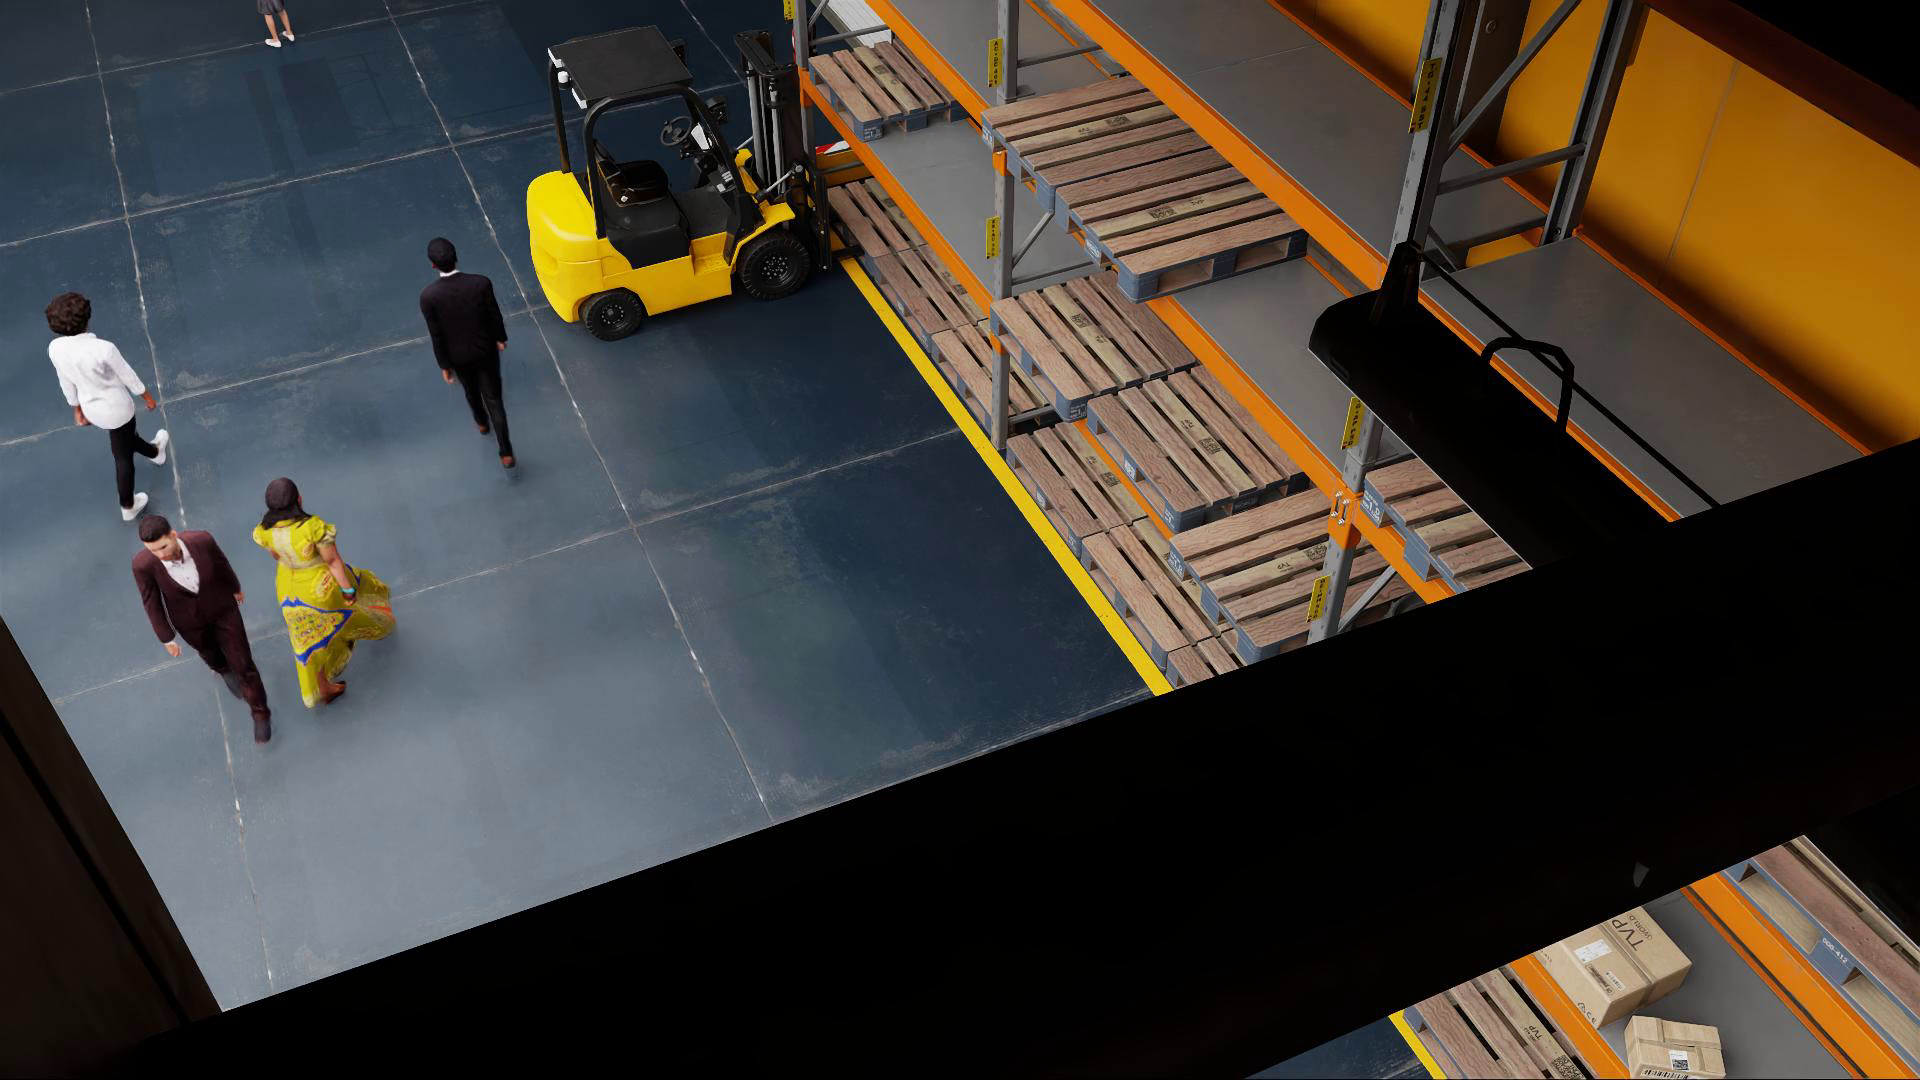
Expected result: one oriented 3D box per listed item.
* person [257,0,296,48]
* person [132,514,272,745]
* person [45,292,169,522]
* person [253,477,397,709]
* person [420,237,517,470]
[{"bbox_3d":[-7.247,-5.789,17.338,0.631,1.276,0.594,28,50,26],"label":"person"},{"bbox_3d":[-4.765,0.403,10.447,0.791,1.817,1.169,-27,50,-26],"label":"person"},{"bbox_3d":[-6.108,-0.899,11.856,0.992,1.759,1.203,2,44,2],"label":"person"},{"bbox_3d":[-4.156,0.378,10.635,1.160,1.594,1.422,4,44,4],"label":"person"},{"bbox_3d":[-3.575,-1.336,12.251,0.786,1.847,1.226,-13,45,-13],"label":"person"}]
